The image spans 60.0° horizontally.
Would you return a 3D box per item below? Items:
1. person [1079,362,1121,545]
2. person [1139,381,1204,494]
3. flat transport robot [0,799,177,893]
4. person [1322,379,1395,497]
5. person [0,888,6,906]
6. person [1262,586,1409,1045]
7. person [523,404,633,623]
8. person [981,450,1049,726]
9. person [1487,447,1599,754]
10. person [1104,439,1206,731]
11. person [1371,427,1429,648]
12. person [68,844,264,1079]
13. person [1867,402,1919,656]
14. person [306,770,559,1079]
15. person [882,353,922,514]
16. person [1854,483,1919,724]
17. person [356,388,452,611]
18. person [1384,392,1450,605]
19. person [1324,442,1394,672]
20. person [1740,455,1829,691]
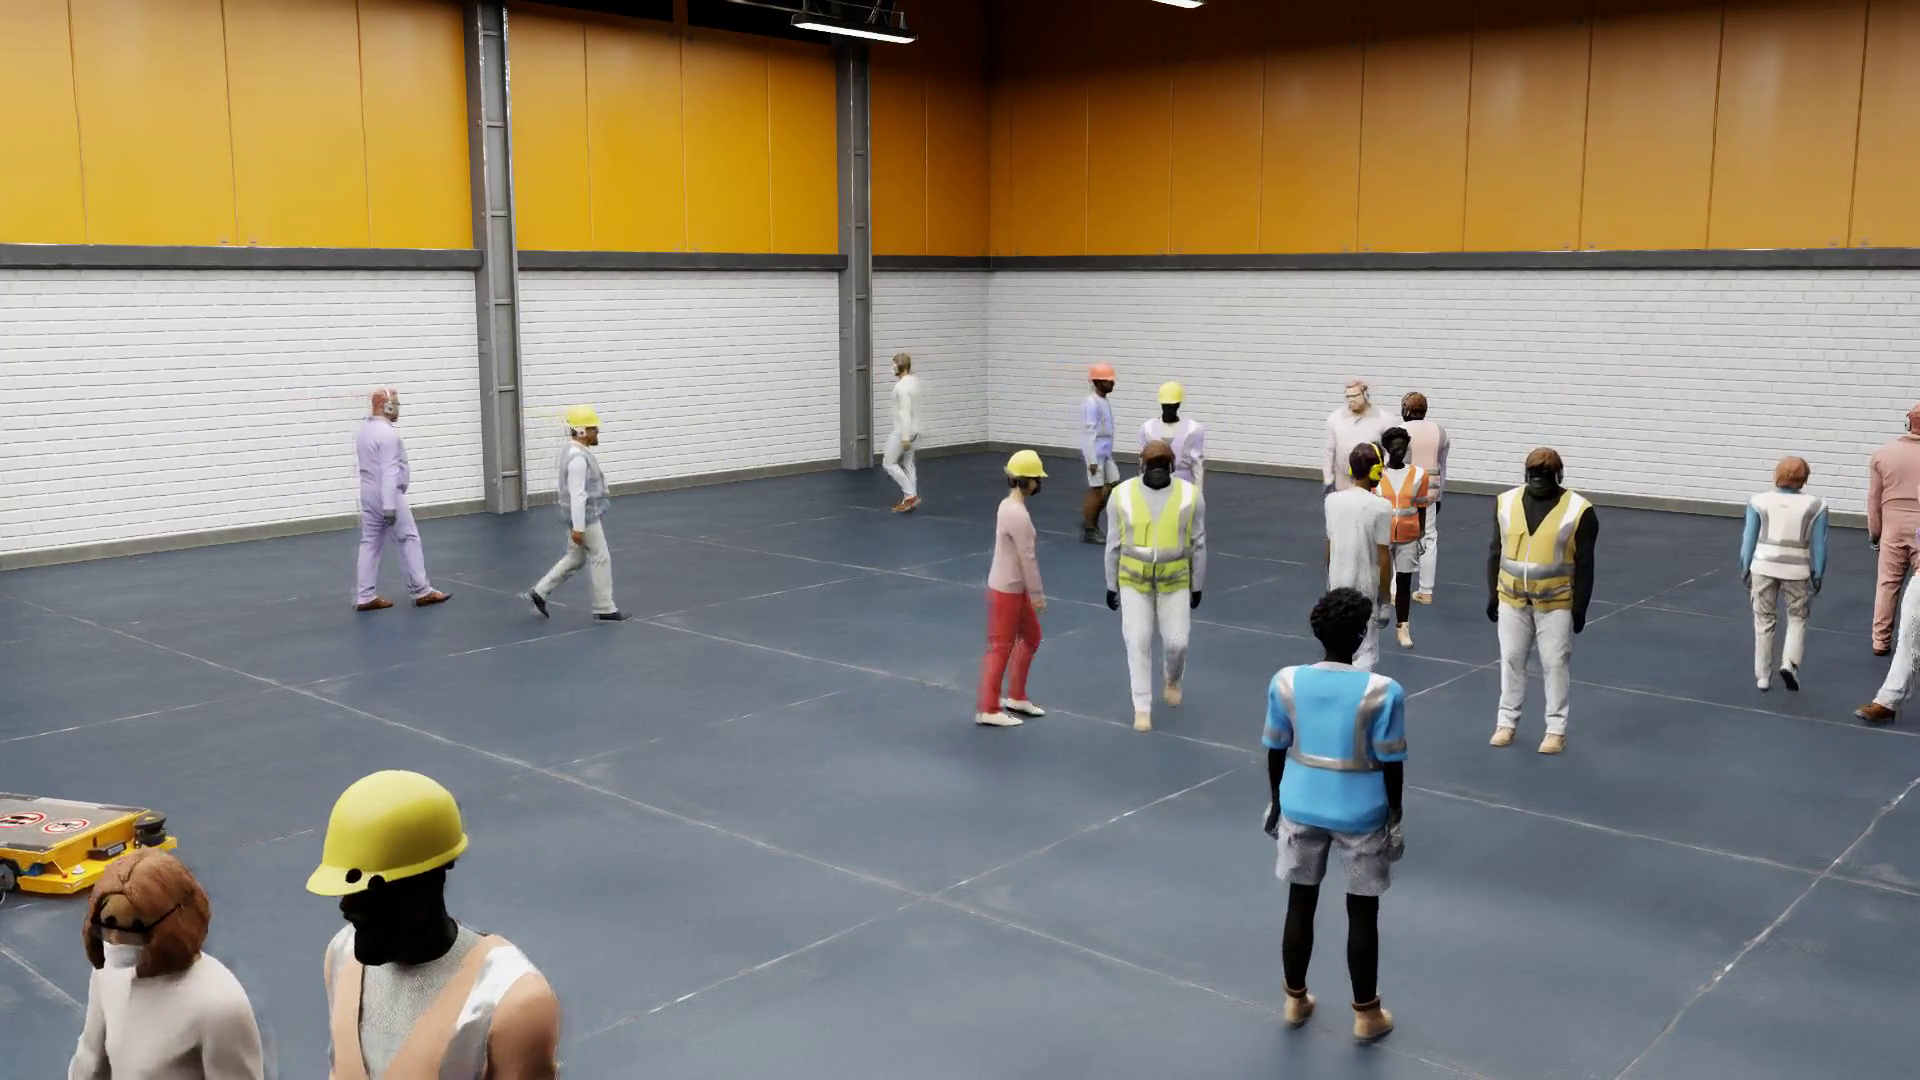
[{"bbox_3d":[1.478,-0.901,17.458,0.424,1.925,0.567,4,10,22],"label":"person"},{"bbox_3d":[1.862,-0.448,14.692,0.594,1.913,0.436,3,10,18],"label":"person"},{"bbox_3d":[-4.594,1.433,7.998,1.431,0.197,0.652,3,9,16],"label":"flat transport robot"},{"bbox_3d":[3.693,-0.550,15.448,0.656,1.875,0.600,5,10,29],"label":"person"},{"bbox_3d":[-4.516,0.774,7.243,0.590,1.835,0.404,-2,9,-15],"label":"person"},{"bbox_3d":[1.387,1.013,6.173,0.552,1.695,0.317,6,11,31],"label":"person"},{"bbox_3d":[-3.122,-0.203,13.464,0.799,1.811,0.586,-3,10,-19],"label":"person"},{"bbox_3d":[0.388,0.309,10.426,0.582,1.745,0.518,0,9,-3],"label":"person"},{"bbox_3d":[3.434,0.359,9.892,0.621,1.833,0.434,7,12,38],"label":"person"},{"bbox_3d":[1.226,0.263,10.473,0.638,1.826,0.550,1,9,6],"label":"person"},{"bbox_3d":[3.285,-0.017,12.639,0.542,1.696,0.316,1,9,5],"label":"person"},{"bbox_3d":[-1.804,1.453,3.671,0.532,1.605,0.722,7,12,38],"label":"person"},{"bbox_3d":[7.039,-0.061,12.246,0.409,1.913,0.651,-8,12,-43],"label":"person"},{"bbox_3d":[-1.019,1.379,3.184,0.624,1.921,0.442,5,10,29],"label":"person"},{"bbox_3d":[-0.696,-1.254,19.689,0.442,1.920,0.639,2,9,12],"label":"person"},{"bbox_3d":[6.184,0.246,10.408,1.015,1.886,0.650,-2,9,-13],"label":"person"},{"bbox_3d":[-4.780,-0.349,14.155,0.877,1.869,0.677,-8,12,-41],"label":"person"},{"bbox_3d":[3.871,-0.350,14.278,0.619,1.845,0.430,-3,10,-18],"label":"person"},{"bbox_3d":[2.331,0.337,10.006,0.666,1.843,0.503,-8,12,-40],"label":"person"},{"bbox_3d":[5.559,0.240,11.258,0.528,1.628,0.392,5,10,30],"label":"person"}]
